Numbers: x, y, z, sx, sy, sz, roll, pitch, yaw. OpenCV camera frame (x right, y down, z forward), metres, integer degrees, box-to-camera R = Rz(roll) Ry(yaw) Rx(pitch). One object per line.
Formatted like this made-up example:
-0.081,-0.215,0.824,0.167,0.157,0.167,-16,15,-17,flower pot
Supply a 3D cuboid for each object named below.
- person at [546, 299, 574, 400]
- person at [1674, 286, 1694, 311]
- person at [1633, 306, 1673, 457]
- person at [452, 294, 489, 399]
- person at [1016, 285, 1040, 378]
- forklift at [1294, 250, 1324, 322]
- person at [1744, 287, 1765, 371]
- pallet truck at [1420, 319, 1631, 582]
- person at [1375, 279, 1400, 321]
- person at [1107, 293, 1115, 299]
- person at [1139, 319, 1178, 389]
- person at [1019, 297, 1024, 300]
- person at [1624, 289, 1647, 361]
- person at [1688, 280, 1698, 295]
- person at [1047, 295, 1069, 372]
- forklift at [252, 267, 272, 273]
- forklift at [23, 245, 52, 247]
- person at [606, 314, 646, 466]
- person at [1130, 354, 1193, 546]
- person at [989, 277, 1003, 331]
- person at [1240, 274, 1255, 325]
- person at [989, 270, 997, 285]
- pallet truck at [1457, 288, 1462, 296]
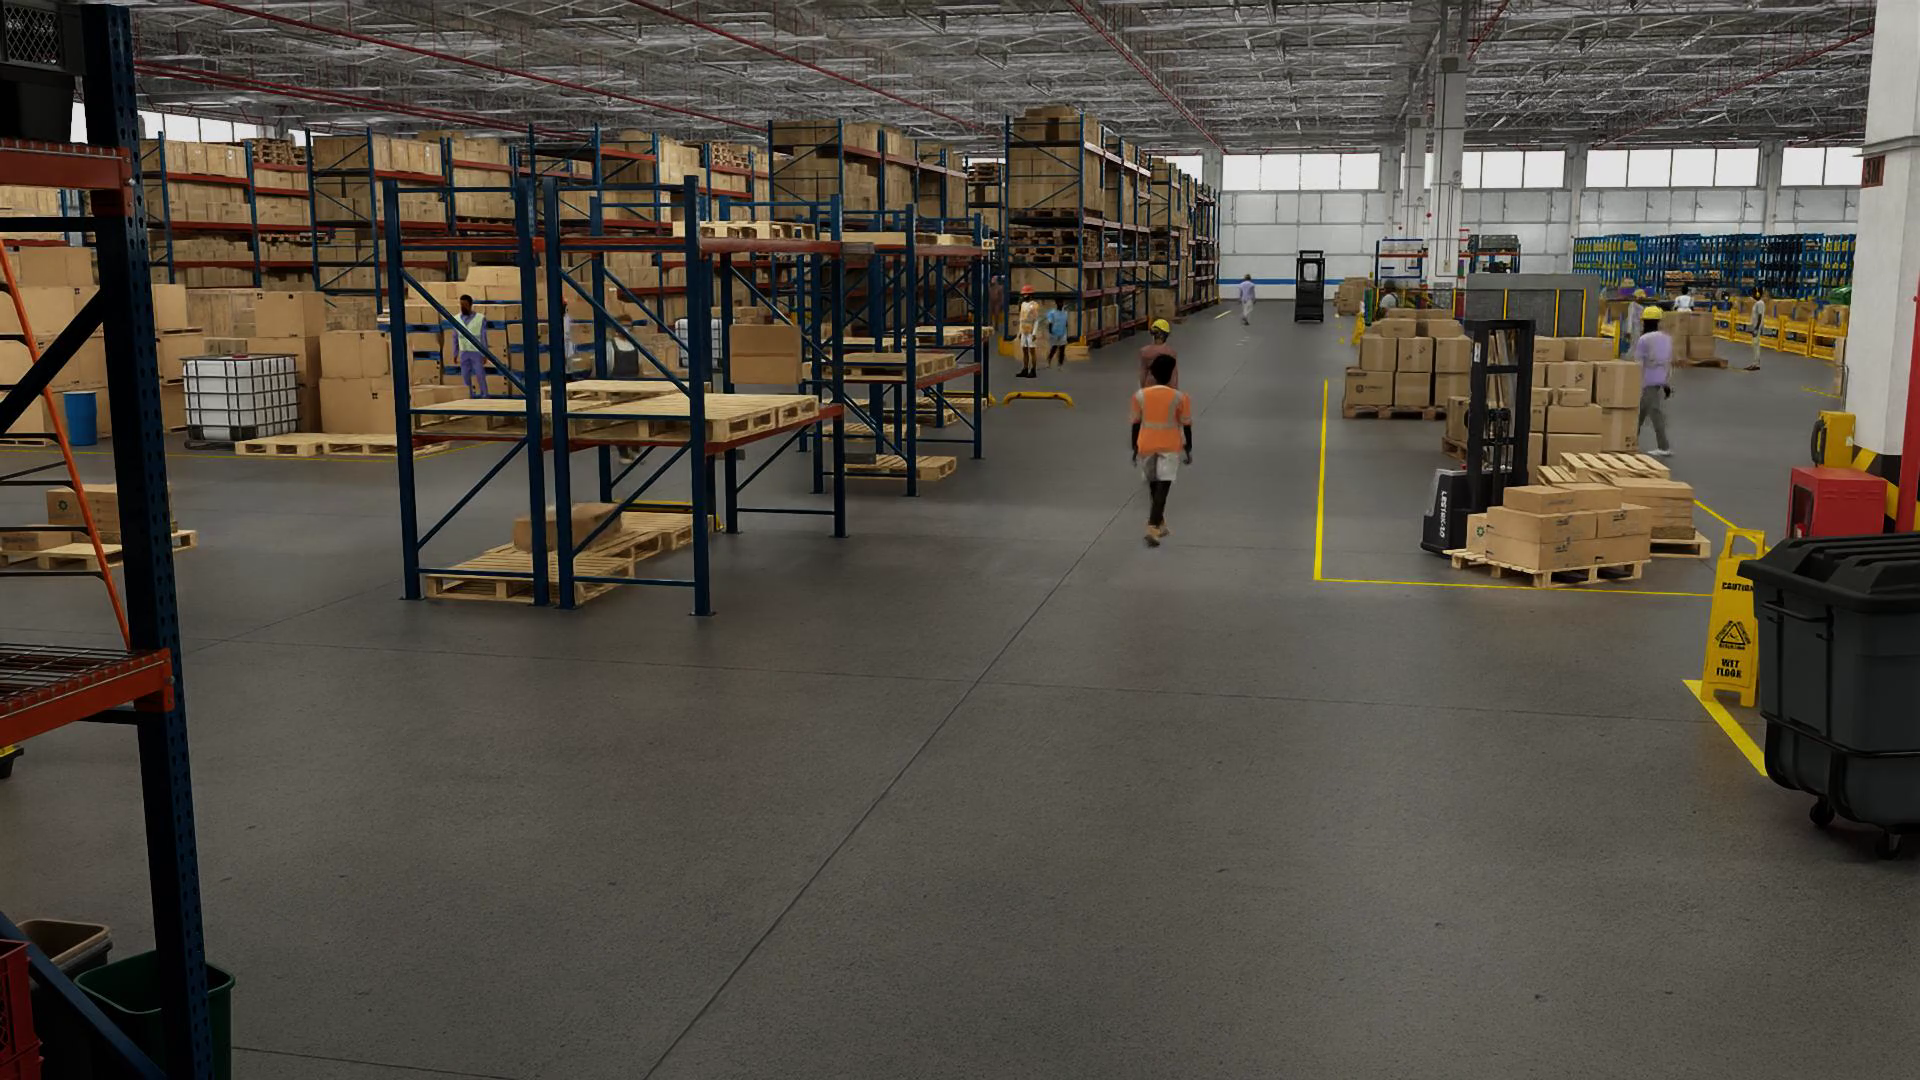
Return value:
-6.506,-2.987,26.736,0.681,1.914,0.577,-7,12,-36,person
21.526,-6.715,49.502,0.561,1.681,0.450,2,10,13,person
8.703,-2.020,21.128,0.609,1.870,0.974,-6,11,-32,person
-8.026,-3.067,27.279,0.609,1.905,0.406,1,10,8,person
1.419,-4.361,34.820,0.356,1.939,0.543,-7,12,-37,person
13.778,-10.002,65.433,1.129,2.768,1.873,2,10,12,forklift
17.715,-4.696,37.026,0.328,1.865,0.517,4,10,22,person
4.543,-0.757,13.299,0.823,1.965,1.885,-4,10,-22,pallet truck
10.299,-5.260,39.834,0.973,2.000,0.677,6,11,32,person
7.735,-12.717,84.889,0.505,1.728,0.476,5,11,29,person
2.391,-1.762,19.946,0.523,1.765,0.316,8,12,39,person
2.161,-7.466,53.919,0.535,1.697,0.318,-5,11,-27,person
15.163,-4.710,37.275,0.592,1.799,0.612,8,12,38,person
31.942,-10.707,72.547,0.463,1.892,0.645,3,10,18,person
2.155,-4.558,36.711,0.541,1.684,0.447,-5,11,-25,person
-24.092,-8.633,57.327,1.129,2.768,1.873,-9,13,-42,forklift
-24.120,-6.331,43.694,1.873,2.768,1.129,-1,10,-4,forklift
-3.990,-1.782,19.888,0.506,1.830,0.484,-5,11,-28,person
1.740,-0.790,14.515,0.540,1.655,0.863,4,11,25,person
1.163,-8.091,57.156,0.652,1.853,0.977,1,10,5,person
10.754,-8.993,62.281,0.653,1.925,0.483,9,13,42,person
1.837,-14.378,94.268,0.596,1.901,0.715,-5,11,-26,person
20.506,-9.785,68.819,0.653,1.274,1.630,2,10,12,pallet truck
